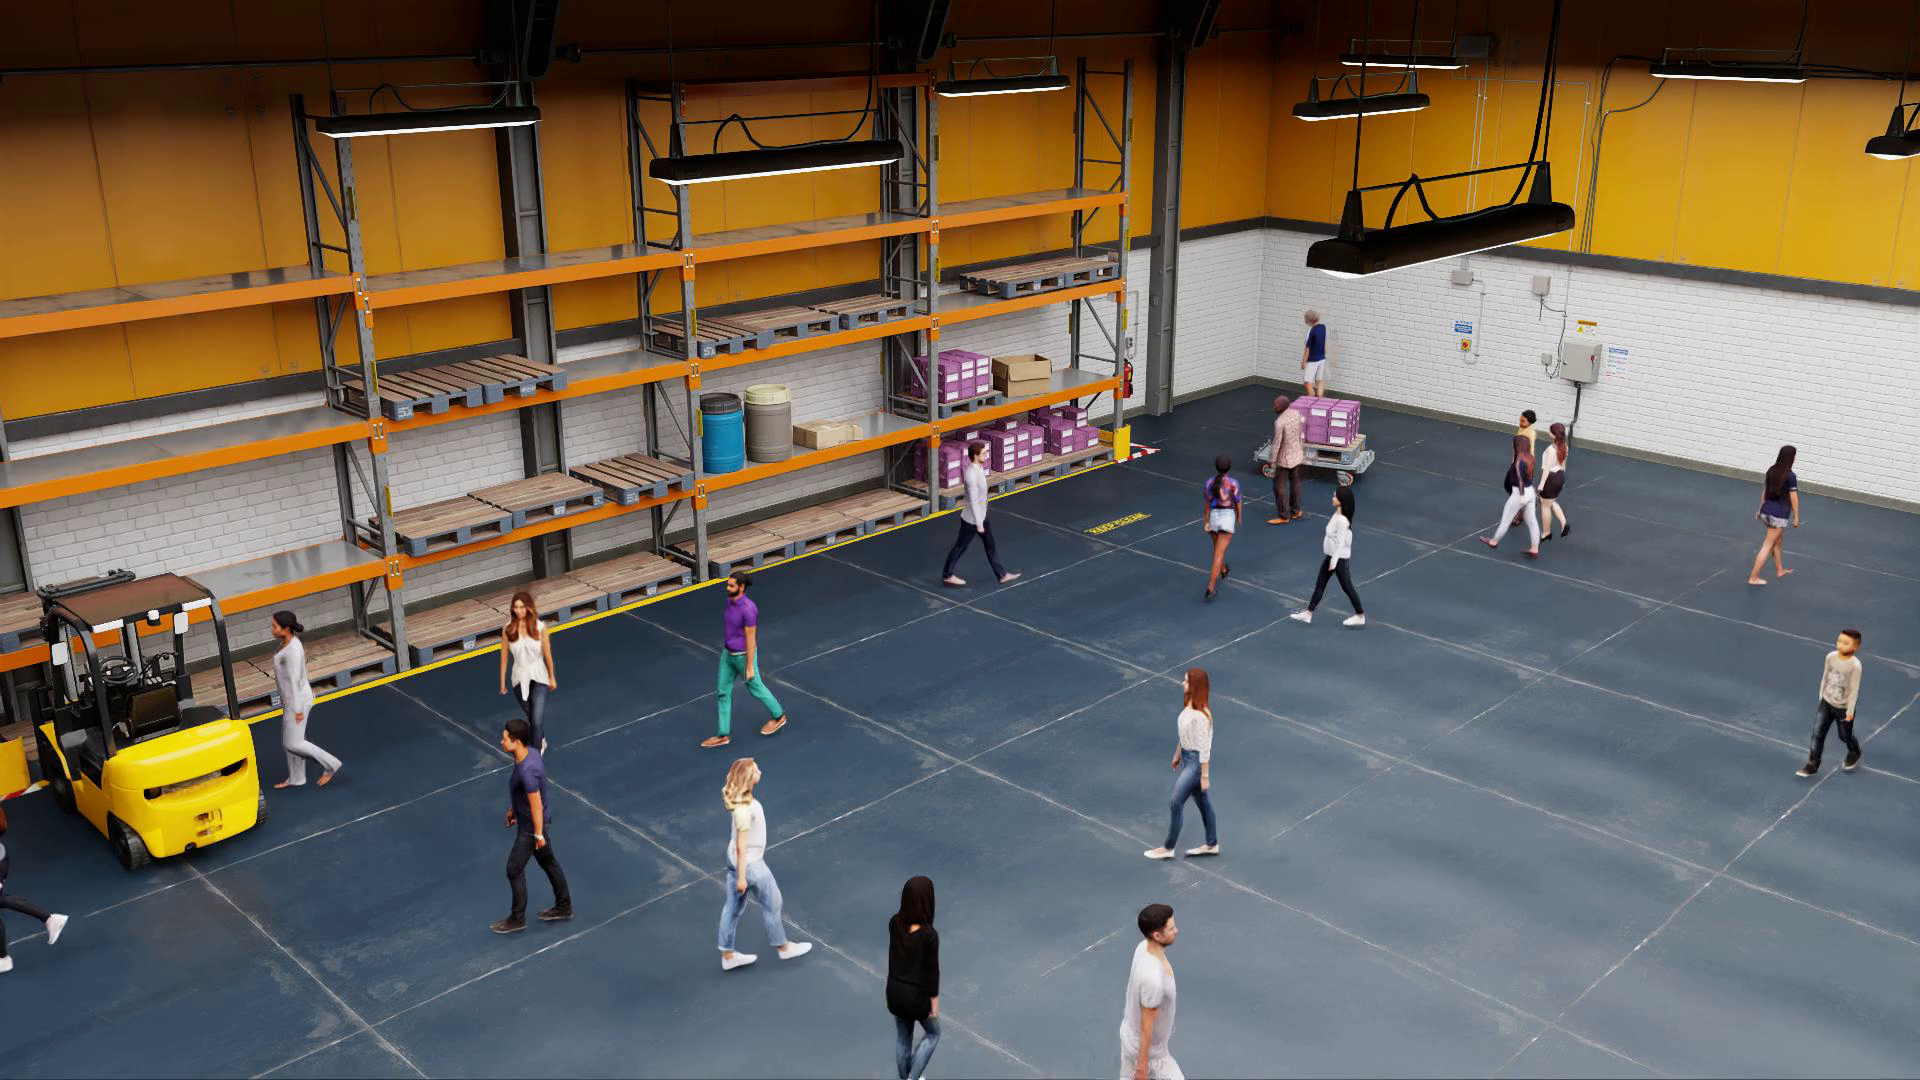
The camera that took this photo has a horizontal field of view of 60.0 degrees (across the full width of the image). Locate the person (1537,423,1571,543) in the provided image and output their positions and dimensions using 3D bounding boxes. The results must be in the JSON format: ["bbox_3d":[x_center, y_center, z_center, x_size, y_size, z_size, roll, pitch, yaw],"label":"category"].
[{"bbox_3d":[7.828,-0.713,21.746,0.608,1.637,0.611,-17,25,-41],"label":"person"}]

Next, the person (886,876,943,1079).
[{"bbox_3d":[-0.357,2.970,10.810,0.642,1.636,0.706,12,22,31],"label":"person"}]

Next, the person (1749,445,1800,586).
[{"bbox_3d":[9.869,-0.277,20.295,1.057,1.735,0.889,-5,19,-16],"label":"person"}]

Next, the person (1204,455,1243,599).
[{"bbox_3d":[3.106,-0.123,19.923,0.839,1.680,1.264,9,21,26],"label":"person"}]

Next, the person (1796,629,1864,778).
[{"bbox_3d":[8.202,1.520,15.422,1.035,1.440,0.748,-9,21,-26],"label":"person"}]

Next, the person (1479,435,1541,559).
[{"bbox_3d":[7.245,-0.526,21.308,0.926,1.562,0.670,-17,25,-42],"label":"person"}]

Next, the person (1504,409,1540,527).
[{"bbox_3d":[7.683,-0.974,22.516,0.866,1.640,0.801,-3,19,-9],"label":"person"}]

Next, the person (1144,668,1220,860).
[{"bbox_3d":[2.052,1.886,13.917,0.992,1.706,0.927,0,19,-1],"label":"person"}]

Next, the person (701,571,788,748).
[{"bbox_3d":[-2.030,1.140,16.103,1.163,1.726,0.695,-15,24,-38],"label":"person"}]

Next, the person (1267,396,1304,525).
[{"bbox_3d":[4.537,-1.121,22.741,0.538,1.774,0.956,-10,21,-27],"label":"person"}]

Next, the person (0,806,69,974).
[{"bbox_3d":[-7.093,2.408,12.334,0.968,1.728,0.735,-10,21,-28],"label":"person"}]

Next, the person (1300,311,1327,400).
[{"bbox_3d":[6.121,-3.059,28.460,0.461,1.798,0.875,-10,21,-28],"label":"person"}]

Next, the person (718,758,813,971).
[{"bbox_3d":[-1.679,2.423,12.331,1.051,1.701,0.899,-6,19,-16],"label":"person"}]

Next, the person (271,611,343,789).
[{"bbox_3d":[-6.004,1.455,15.164,0.943,1.728,0.808,-8,20,-22],"label":"person"}]

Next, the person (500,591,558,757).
[{"bbox_3d":[-4.006,1.308,15.586,1.084,1.737,1.162,1,19,2],"label":"person"}]

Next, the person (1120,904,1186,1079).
[{"bbox_3d":[1.054,3.071,10.207,1.058,1.829,0.999,0,19,-1],"label":"person"}]

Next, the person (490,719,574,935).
[{"bbox_3d":[-3.225,2.195,12.907,1.001,1.766,0.900,-4,19,-11],"label":"person"}]

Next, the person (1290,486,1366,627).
[{"bbox_3d":[4.391,0.230,18.920,1.134,1.652,1.090,1,19,2],"label":"person"}]

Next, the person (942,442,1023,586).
[{"bbox_3d":[0.088,-0.274,20.185,1.200,1.800,1.252,4,19,10],"label":"person"}]
